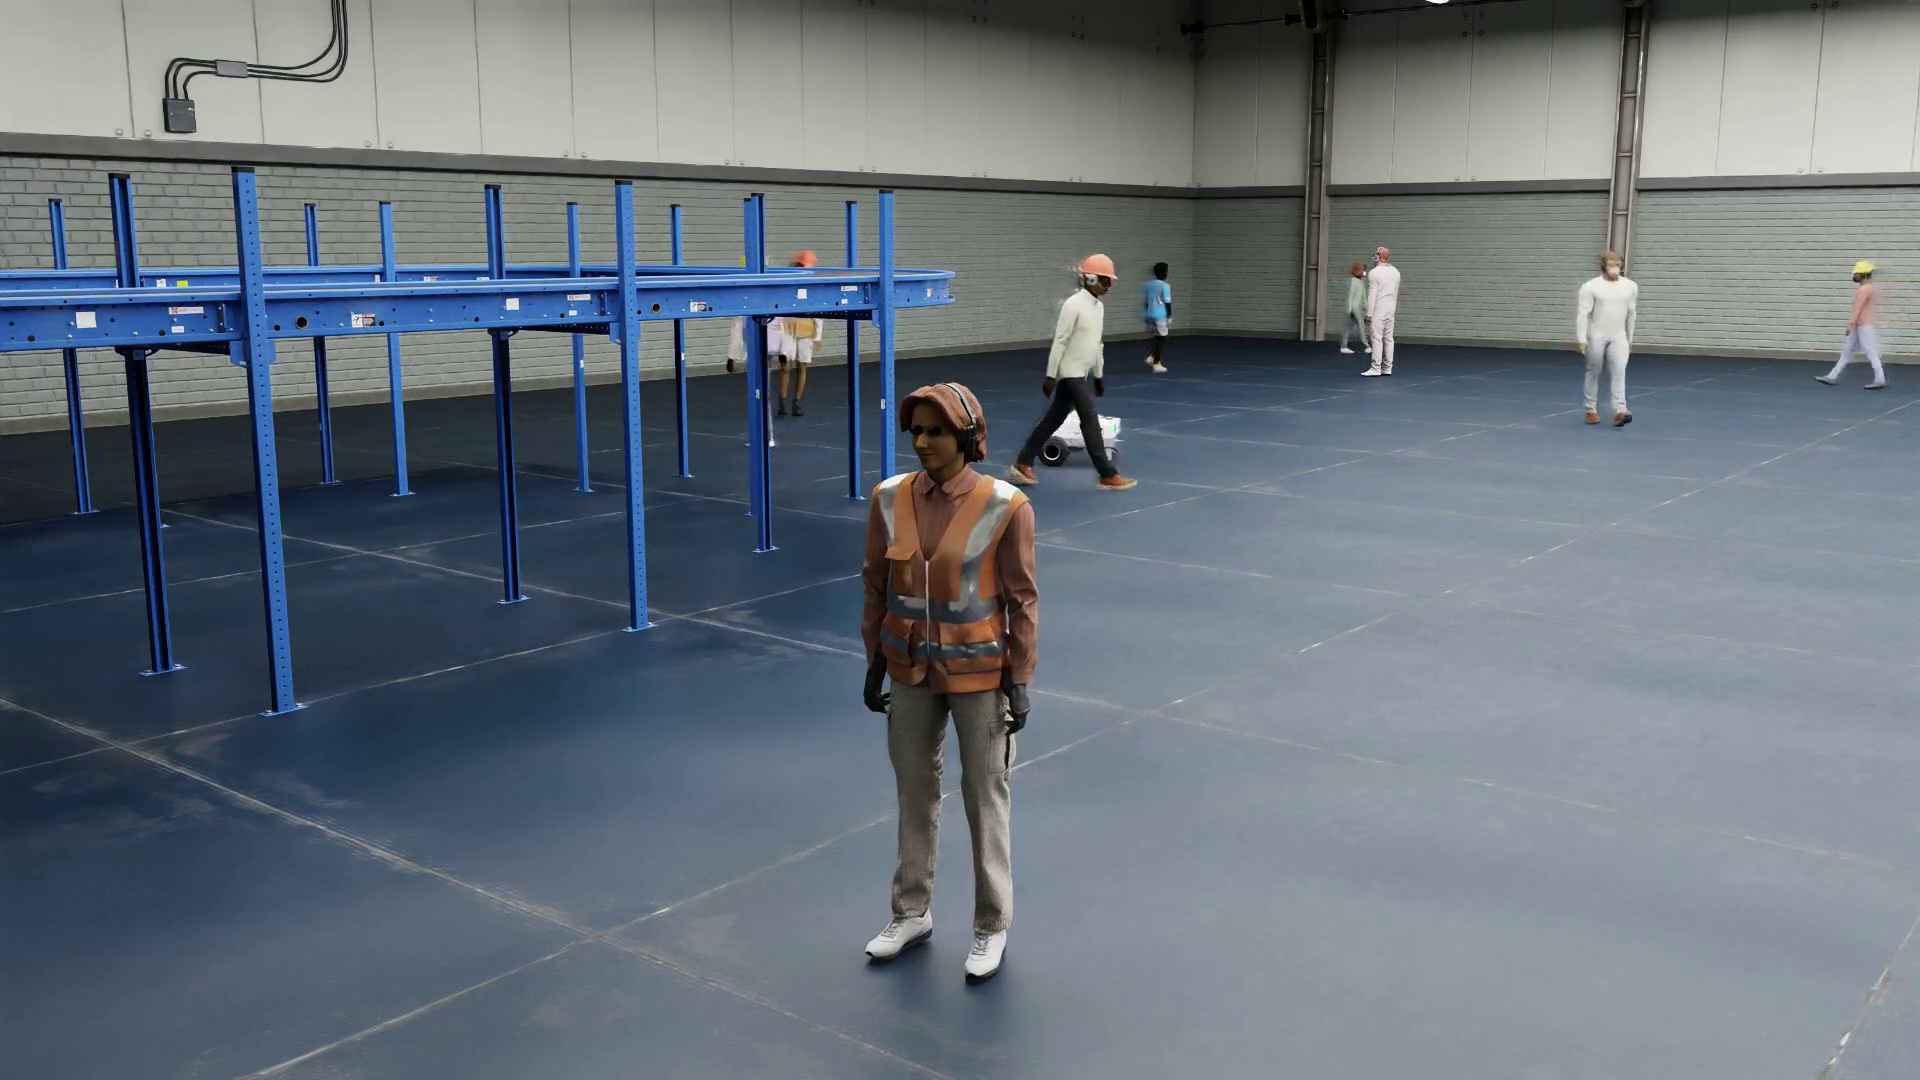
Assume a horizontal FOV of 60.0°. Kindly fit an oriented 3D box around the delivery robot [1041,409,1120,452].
[{"bbox_3d":[1.100,-1.004,15.139,0.707,0.478,0.477,2,10,9],"label":"delivery robot"}]

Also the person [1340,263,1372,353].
[{"bbox_3d":[7.155,-4.118,29.624,0.795,1.595,0.520,6,12,28],"label":"person"}]

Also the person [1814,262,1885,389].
[{"bbox_3d":[12.261,-2.934,22.731,0.898,1.711,0.545,6,12,32],"label":"person"}]

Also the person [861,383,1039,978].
[{"bbox_3d":[-0.034,0.384,4.583,0.523,1.638,0.311,5,11,26],"label":"person"}]

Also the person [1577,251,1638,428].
[{"bbox_3d":[7.035,-2.173,18.060,0.659,1.883,1.016,0,10,3],"label":"person"}]

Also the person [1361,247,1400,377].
[{"bbox_3d":[6.235,-3.389,24.745,0.639,1.911,0.402,-8,13,-37],"label":"person"}]

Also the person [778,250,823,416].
[{"bbox_3d":[-1.854,-2.371,19.135,0.586,1.897,0.521,-1,10,-5],"label":"person"}]

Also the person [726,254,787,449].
[{"bbox_3d":[-1.984,-1.845,16.230,0.550,1.891,0.663,6,12,31],"label":"person"}]

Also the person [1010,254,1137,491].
[{"bbox_3d":[0.897,-1.376,13.628,1.097,1.912,0.621,4,11,20],"label":"person"}]

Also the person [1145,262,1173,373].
[{"bbox_3d":[3.062,-3.410,25.478,0.378,1.680,0.547,-6,12,-30],"label":"person"}]
